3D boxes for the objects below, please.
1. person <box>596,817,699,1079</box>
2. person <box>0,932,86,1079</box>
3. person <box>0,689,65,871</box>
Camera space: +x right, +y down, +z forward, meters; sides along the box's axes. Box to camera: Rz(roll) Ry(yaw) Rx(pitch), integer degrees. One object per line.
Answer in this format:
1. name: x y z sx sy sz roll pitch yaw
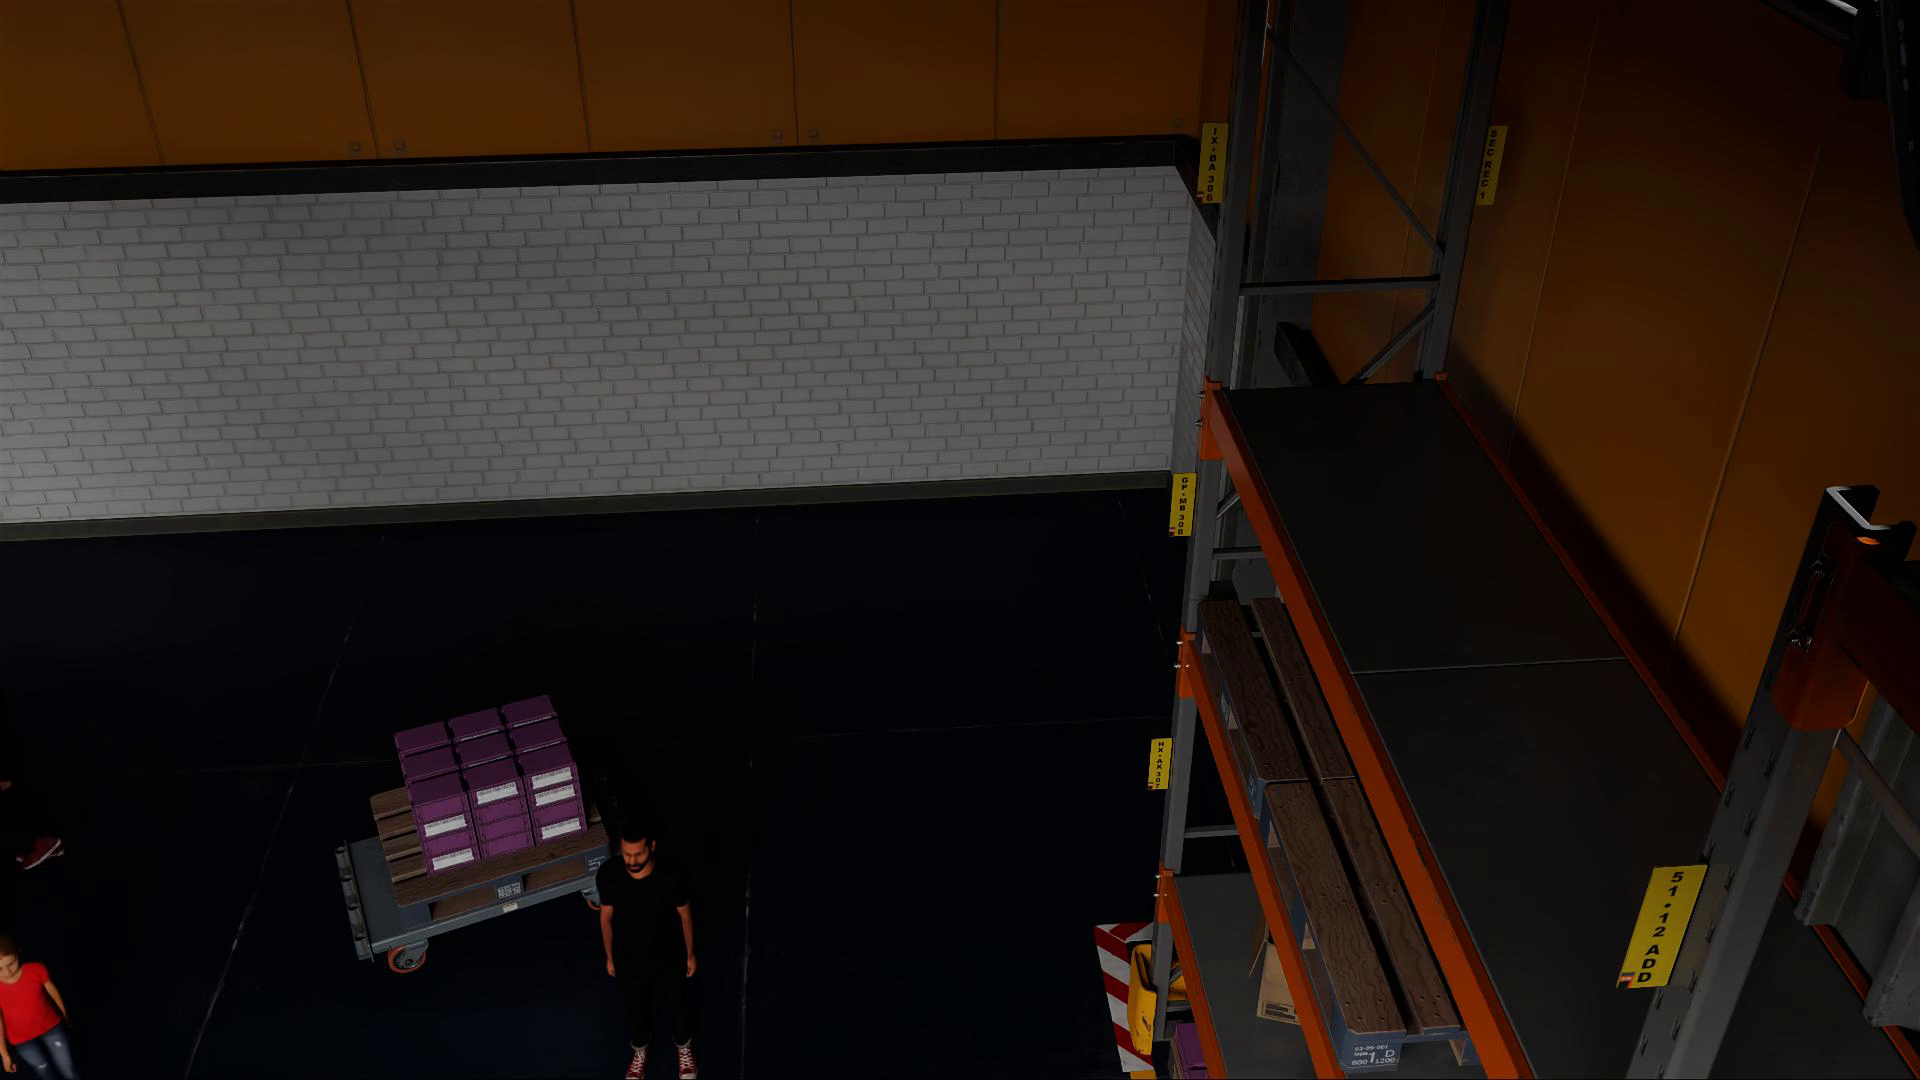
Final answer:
1. person: -1.599 2.114 8.588 0.619 1.758 0.552 -2 34 -3
2. person: -4.737 2.456 8.490 0.609 1.296 0.700 -17 37 -24
3. person: -5.648 1.279 9.927 0.737 1.666 0.606 -13 36 -19
